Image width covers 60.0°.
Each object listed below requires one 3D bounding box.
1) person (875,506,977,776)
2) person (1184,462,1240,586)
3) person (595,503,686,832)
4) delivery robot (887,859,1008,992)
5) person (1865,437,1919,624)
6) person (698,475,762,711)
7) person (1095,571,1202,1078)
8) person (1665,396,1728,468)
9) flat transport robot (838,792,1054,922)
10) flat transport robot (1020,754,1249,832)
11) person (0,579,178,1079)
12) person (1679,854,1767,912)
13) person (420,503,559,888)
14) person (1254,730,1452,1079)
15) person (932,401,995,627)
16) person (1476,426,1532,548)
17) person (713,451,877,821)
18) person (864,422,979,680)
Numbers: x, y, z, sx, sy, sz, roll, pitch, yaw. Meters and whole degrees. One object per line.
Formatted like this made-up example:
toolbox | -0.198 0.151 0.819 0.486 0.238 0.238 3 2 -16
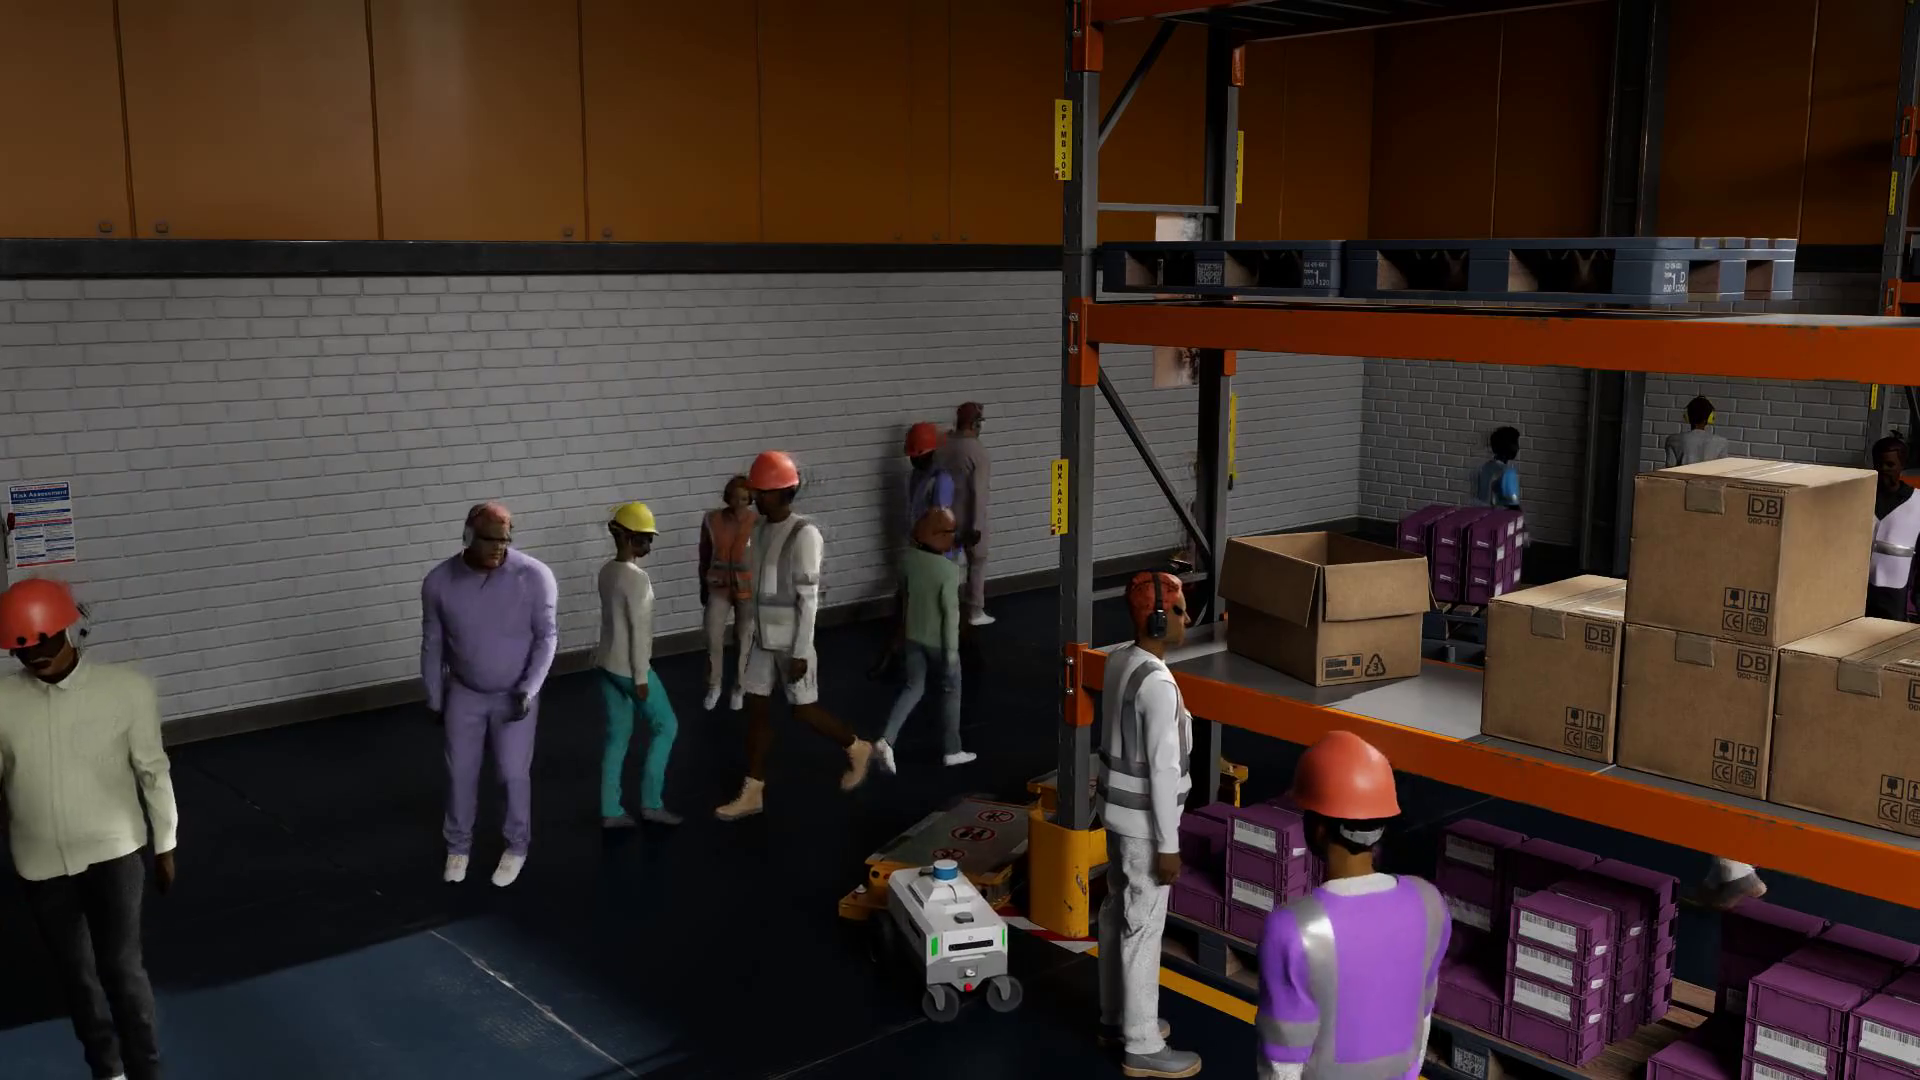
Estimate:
person | -0.198 0.590 9.700 0.517 1.599 0.739 9 13 41
person | 1.652 0.246 11.296 0.480 1.749 0.545 4 11 24
person | -1.704 0.673 8.793 0.576 1.734 0.544 -7 12 -36
delivery robot | -0.058 1.558 6.829 0.477 0.478 0.707 -3 10 -17
person | 5.757 0.306 10.445 0.587 1.920 0.391 7 12 37
person | -1.480 0.361 11.028 0.523 1.603 0.429 1 10 5
person | 0.691 1.047 6.213 0.361 1.882 0.575 -2 10 -12
person | 6.169 -0.278 14.013 0.532 1.868 0.310 3 10 18
flat transport robot | 0.037 1.538 8.047 0.652 0.197 1.431 4 11 24
flat transport robot | 0.964 1.346 9.174 0.652 0.197 1.431 7 12 37
person | -3.016 1.100 5.657 0.613 1.962 0.710 -3 10 -16
person | 3.481 0.812 7.620 0.414 1.869 0.610 6 12 33
person | -2.264 0.748 7.998 0.663 1.871 0.509 -1 10 -8
person | 0.897 1.399 4.033 0.557 1.916 0.500 -4 10 -22
person | -0.035 -0.182 13.433 0.648 1.874 0.806 8 13 40
person | 4.414 -0.070 13.343 0.624 1.677 0.551 0 10 0
person | -0.892 0.505 9.050 0.908 2.017 0.619 -8 13 -40
person | -0.238 0.070 12.029 0.911 1.884 0.626 -6 11 -31
